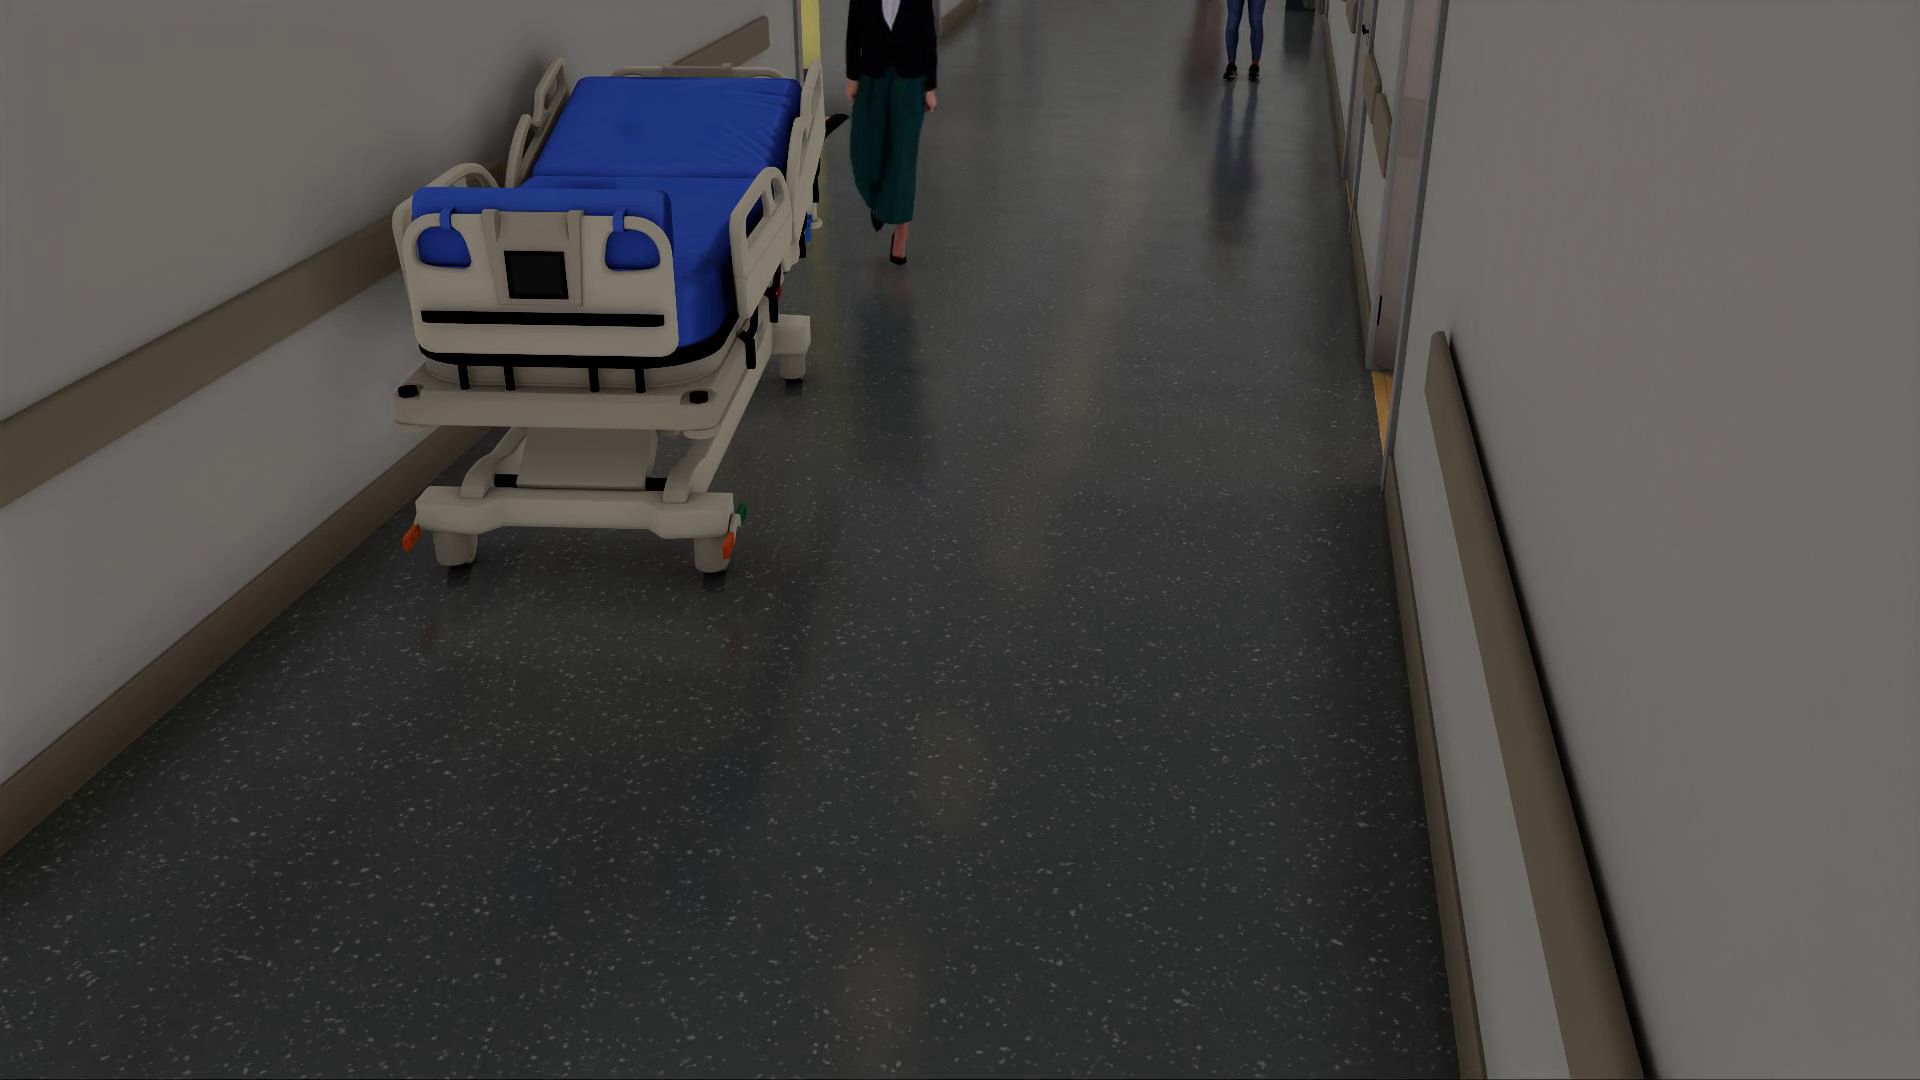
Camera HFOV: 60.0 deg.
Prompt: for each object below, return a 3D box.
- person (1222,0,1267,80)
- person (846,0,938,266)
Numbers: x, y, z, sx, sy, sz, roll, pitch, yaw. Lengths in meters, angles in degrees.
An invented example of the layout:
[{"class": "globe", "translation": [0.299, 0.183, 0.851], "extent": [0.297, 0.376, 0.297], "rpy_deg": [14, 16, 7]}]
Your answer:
[{"class": "person", "translation": [2.268, -4.468, 13.107], "extent": [0.548, 1.615, 0.664], "rpy_deg": [7, 27, 14]}, {"class": "person", "translation": [-0.358, -2.283, 8.448], "extent": [0.802, 1.727, 0.780], "rpy_deg": [-1, 26, -3]}]
